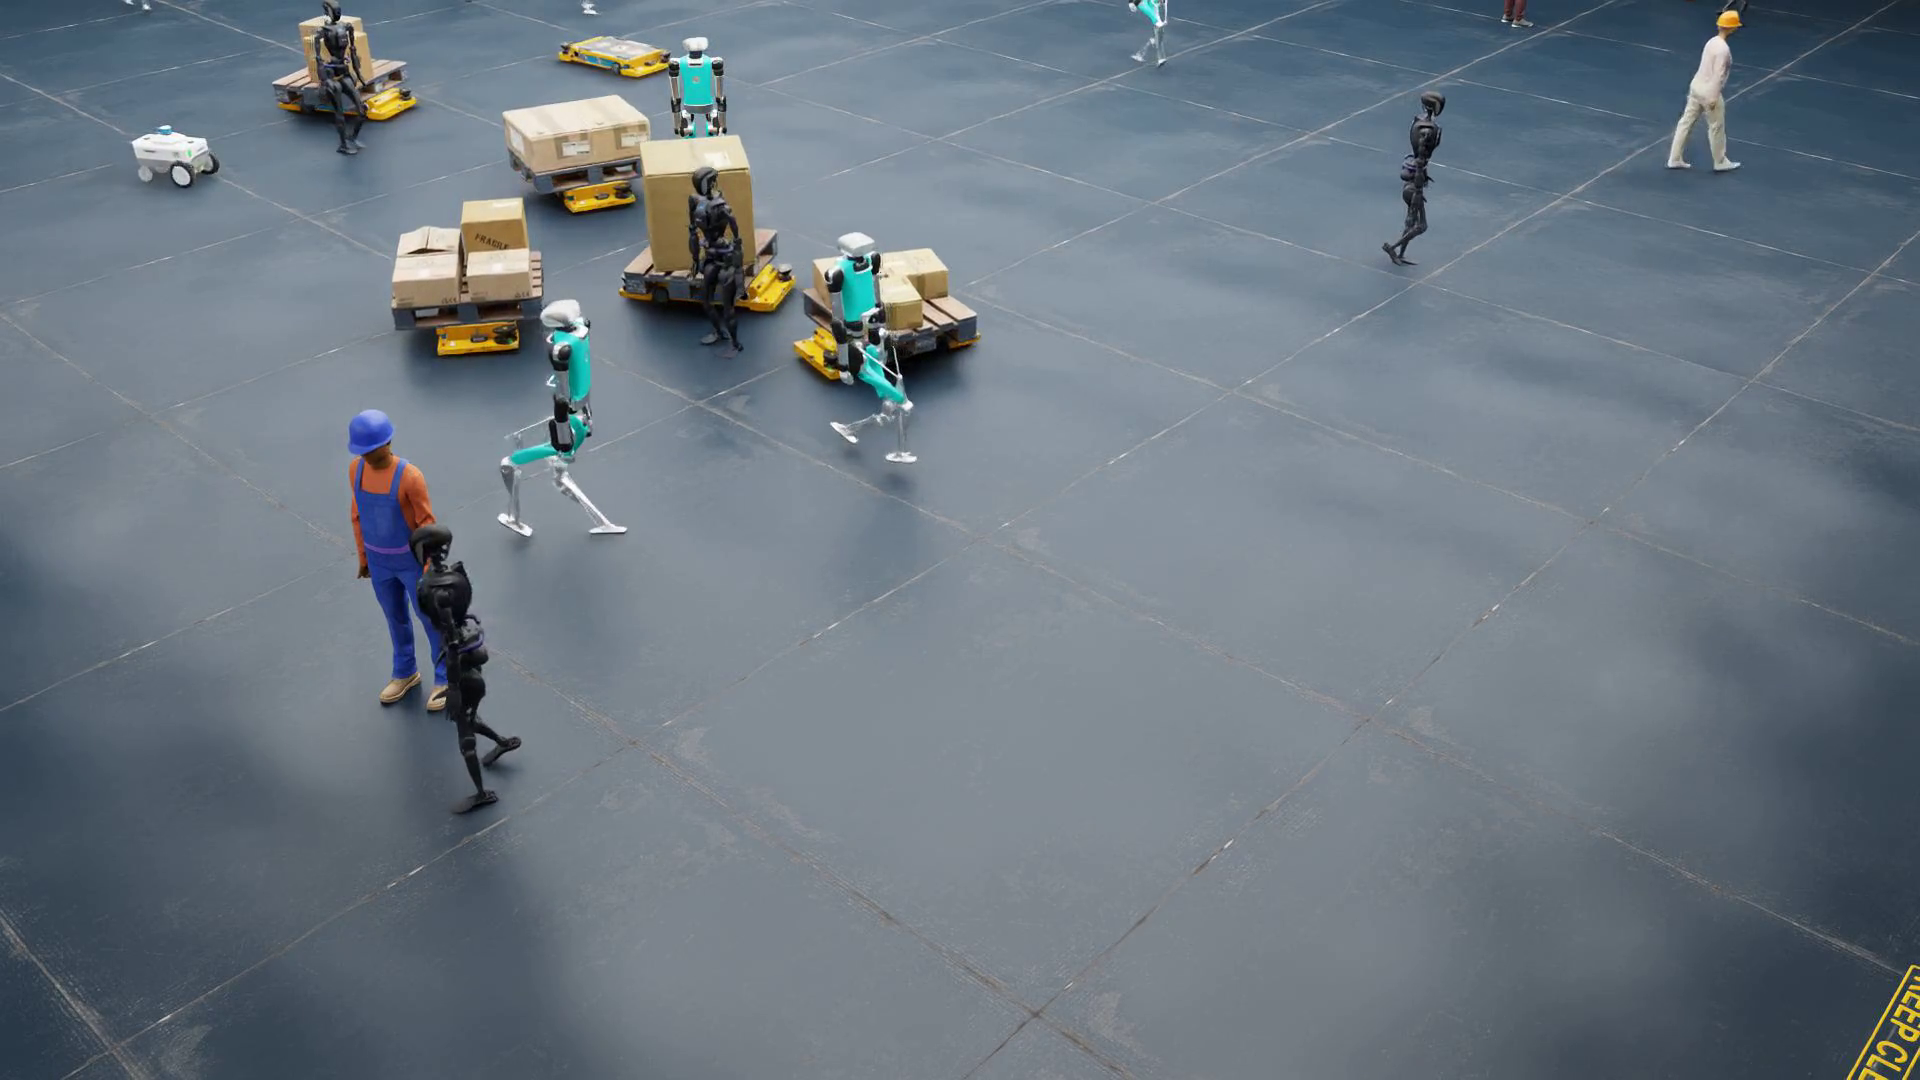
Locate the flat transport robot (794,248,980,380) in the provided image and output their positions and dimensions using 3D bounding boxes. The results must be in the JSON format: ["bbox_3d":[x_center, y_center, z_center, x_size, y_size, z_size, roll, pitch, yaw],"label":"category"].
[{"bbox_3d":[-0.607,-1.697,13.886,1.431,0.231,0.659,-18,36,-27],"label":"flat transport robot"}]

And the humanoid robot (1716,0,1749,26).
[{"bbox_3d":[10.543,-7.718,22.241,0.393,1.642,0.589,-11,33,-17],"label":"humanoid robot"}]

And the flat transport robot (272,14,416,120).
[{"bbox_3d":[-7.176,-5.165,19.472,1.431,0.231,0.659,10,33,15],"label":"flat transport robot"}]

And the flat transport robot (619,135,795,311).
[{"bbox_3d":[-2.261,-2.299,14.857,1.431,0.231,0.659,7,33,11],"label":"flat transport robot"}]

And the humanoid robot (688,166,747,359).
[{"bbox_3d":[-1.930,-2.249,13.457,0.609,1.639,0.420,22,38,31],"label":"humanoid robot"}]

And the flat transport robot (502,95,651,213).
[{"bbox_3d":[-3.896,-3.720,17.144,0.659,0.231,1.431,-17,36,-25],"label":"flat transport robot"}]

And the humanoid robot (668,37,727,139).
[{"bbox_3d":[-2.541,-4.142,16.303,0.533,1.681,0.735,-3,32,-5],"label":"humanoid robot"}]

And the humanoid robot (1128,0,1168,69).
[{"bbox_3d":[2.439,-6.652,20.534,0.538,1.766,1.042,-14,35,-22],"label":"humanoid robot"}]

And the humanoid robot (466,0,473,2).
[{"bbox_3d":[-7.208,-8.513,23.567,0.608,1.640,0.740,-16,35,-24],"label":"humanoid robot"}]

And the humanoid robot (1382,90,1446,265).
[{"bbox_3d":[4.120,-3.279,15.101,0.386,1.648,0.609,9,33,15],"label":"humanoid robot"}]

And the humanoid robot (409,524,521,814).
[{"bbox_3d":[-2.623,0.629,8.813,0.421,1.638,0.589,-11,33,-17],"label":"humanoid robot"}]

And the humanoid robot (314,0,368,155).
[{"bbox_3d":[-6.639,-4.953,17.793,0.349,1.638,0.611,16,35,24],"label":"humanoid robot"}]

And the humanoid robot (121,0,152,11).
[{"bbox_3d":[-11.441,-8.111,22.855,1.014,1.757,0.530,22,38,31],"label":"humanoid robot"}]

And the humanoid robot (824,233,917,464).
[{"bbox_3d":[-0.551,-1.297,11.869,1.049,1.737,0.540,21,37,30],"label":"humanoid robot"}]

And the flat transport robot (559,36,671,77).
[{"bbox_3d":[-4.339,-6.112,20.995,1.431,0.231,0.659,21,38,30],"label":"flat transport robot"}]

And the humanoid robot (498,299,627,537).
[{"bbox_3d":[-2.810,-0.762,11.028,1.000,1.781,0.535,3,32,5],"label":"humanoid robot"}]

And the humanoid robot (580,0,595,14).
[{"bbox_3d":[-5.255,-8.185,22.953,0.825,1.780,0.587,-23,39,-32],"label":"humanoid robot"}]

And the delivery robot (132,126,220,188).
[{"bbox_3d":[-8.192,-4.003,17.346,0.811,0.613,0.499,7,33,11],"label":"delivery robot"}]

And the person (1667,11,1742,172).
[{"bbox_3d":[7.911,-4.655,17.311,0.781,1.663,0.504,-2,32,-3],"label":"person"}]

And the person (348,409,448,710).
[{"bbox_3d":[-3.185,0.108,9.429,0.512,1.908,0.363,9,33,13],"label":"person"}]

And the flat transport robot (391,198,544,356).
[{"bbox_3d":[-4.187,-1.978,14.338,0.659,0.231,1.431,-6,32,-10],"label":"flat transport robot"}]

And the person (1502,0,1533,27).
[{"bbox_3d":[7.615,-7.835,22.315,0.380,1.805,0.552,-10,33,-15],"label":"person"}]
